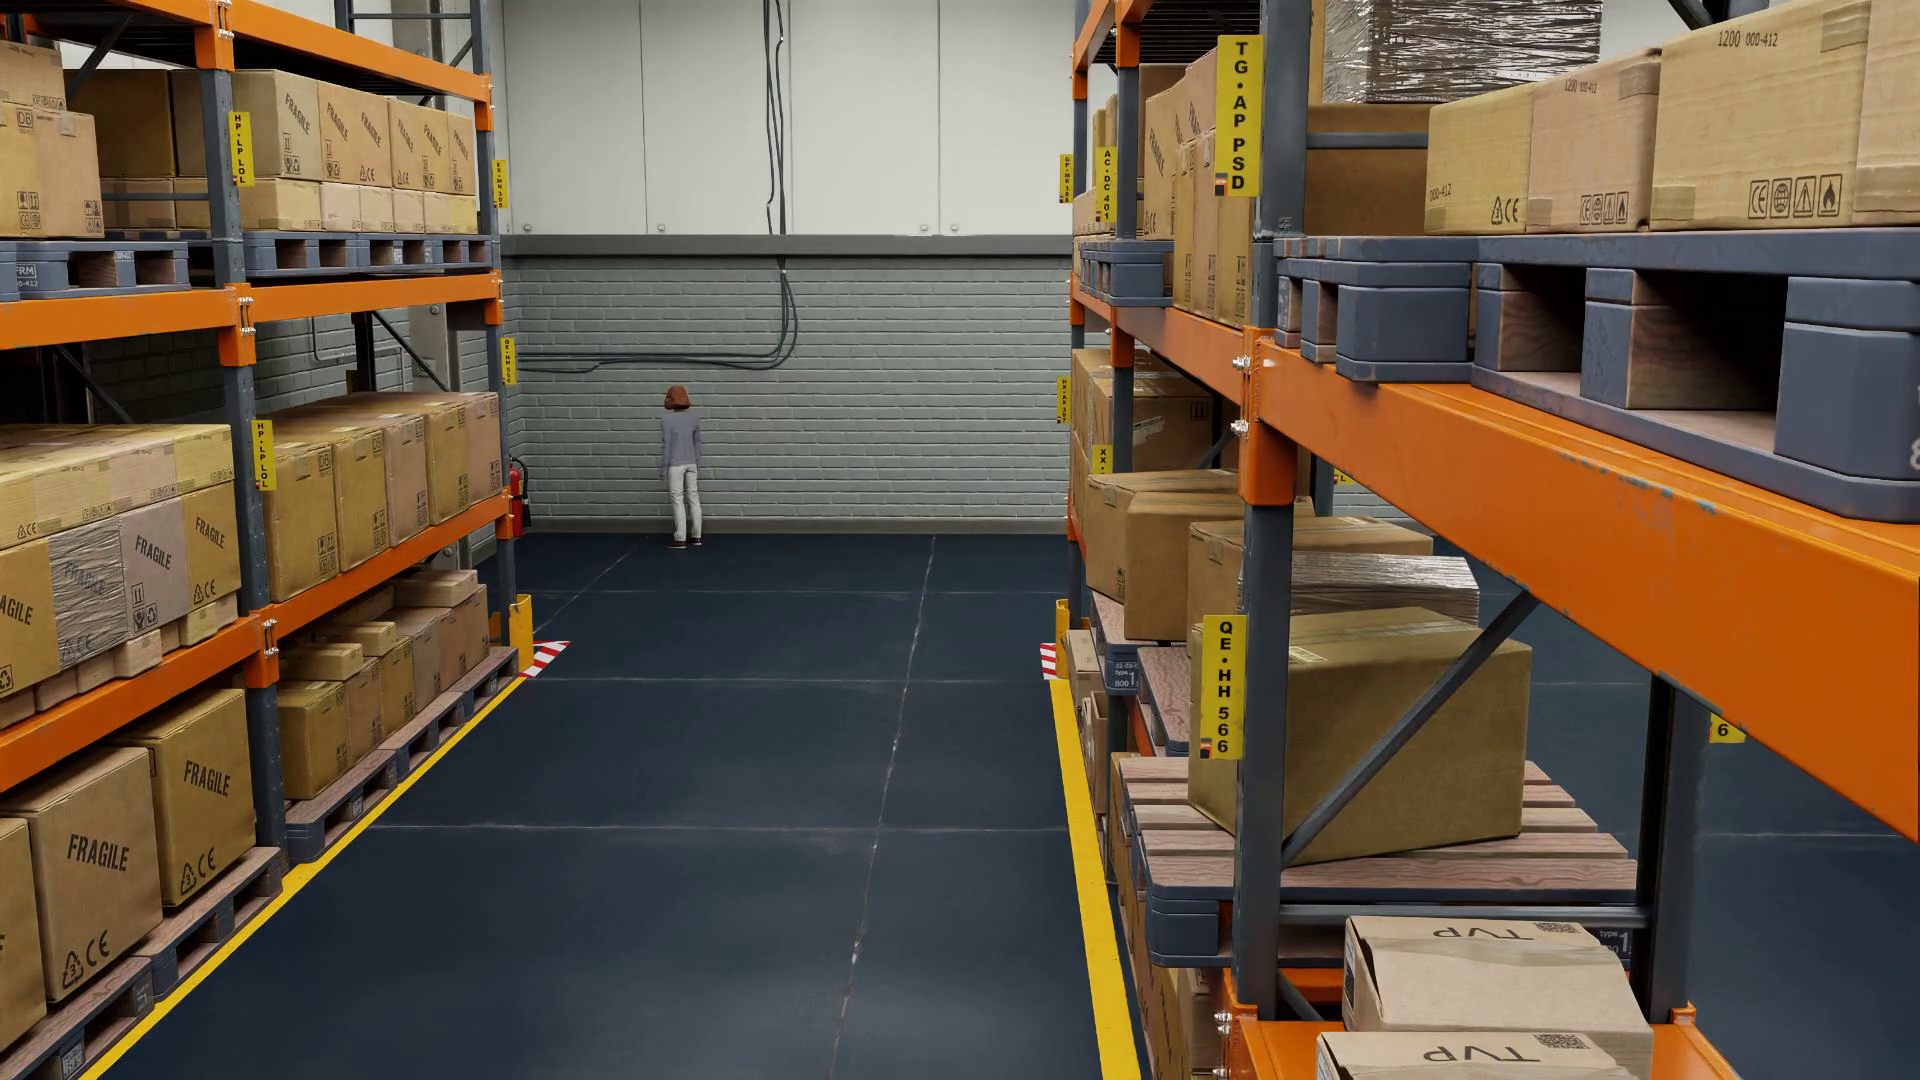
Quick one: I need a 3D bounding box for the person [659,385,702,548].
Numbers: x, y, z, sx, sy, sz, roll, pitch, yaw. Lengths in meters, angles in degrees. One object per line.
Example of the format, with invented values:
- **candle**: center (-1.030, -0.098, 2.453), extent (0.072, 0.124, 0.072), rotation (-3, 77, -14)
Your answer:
- **person**: center (-2.804, -0.733, 16.691), extent (0.269, 1.632, 0.505), rotation (8, 13, 38)
